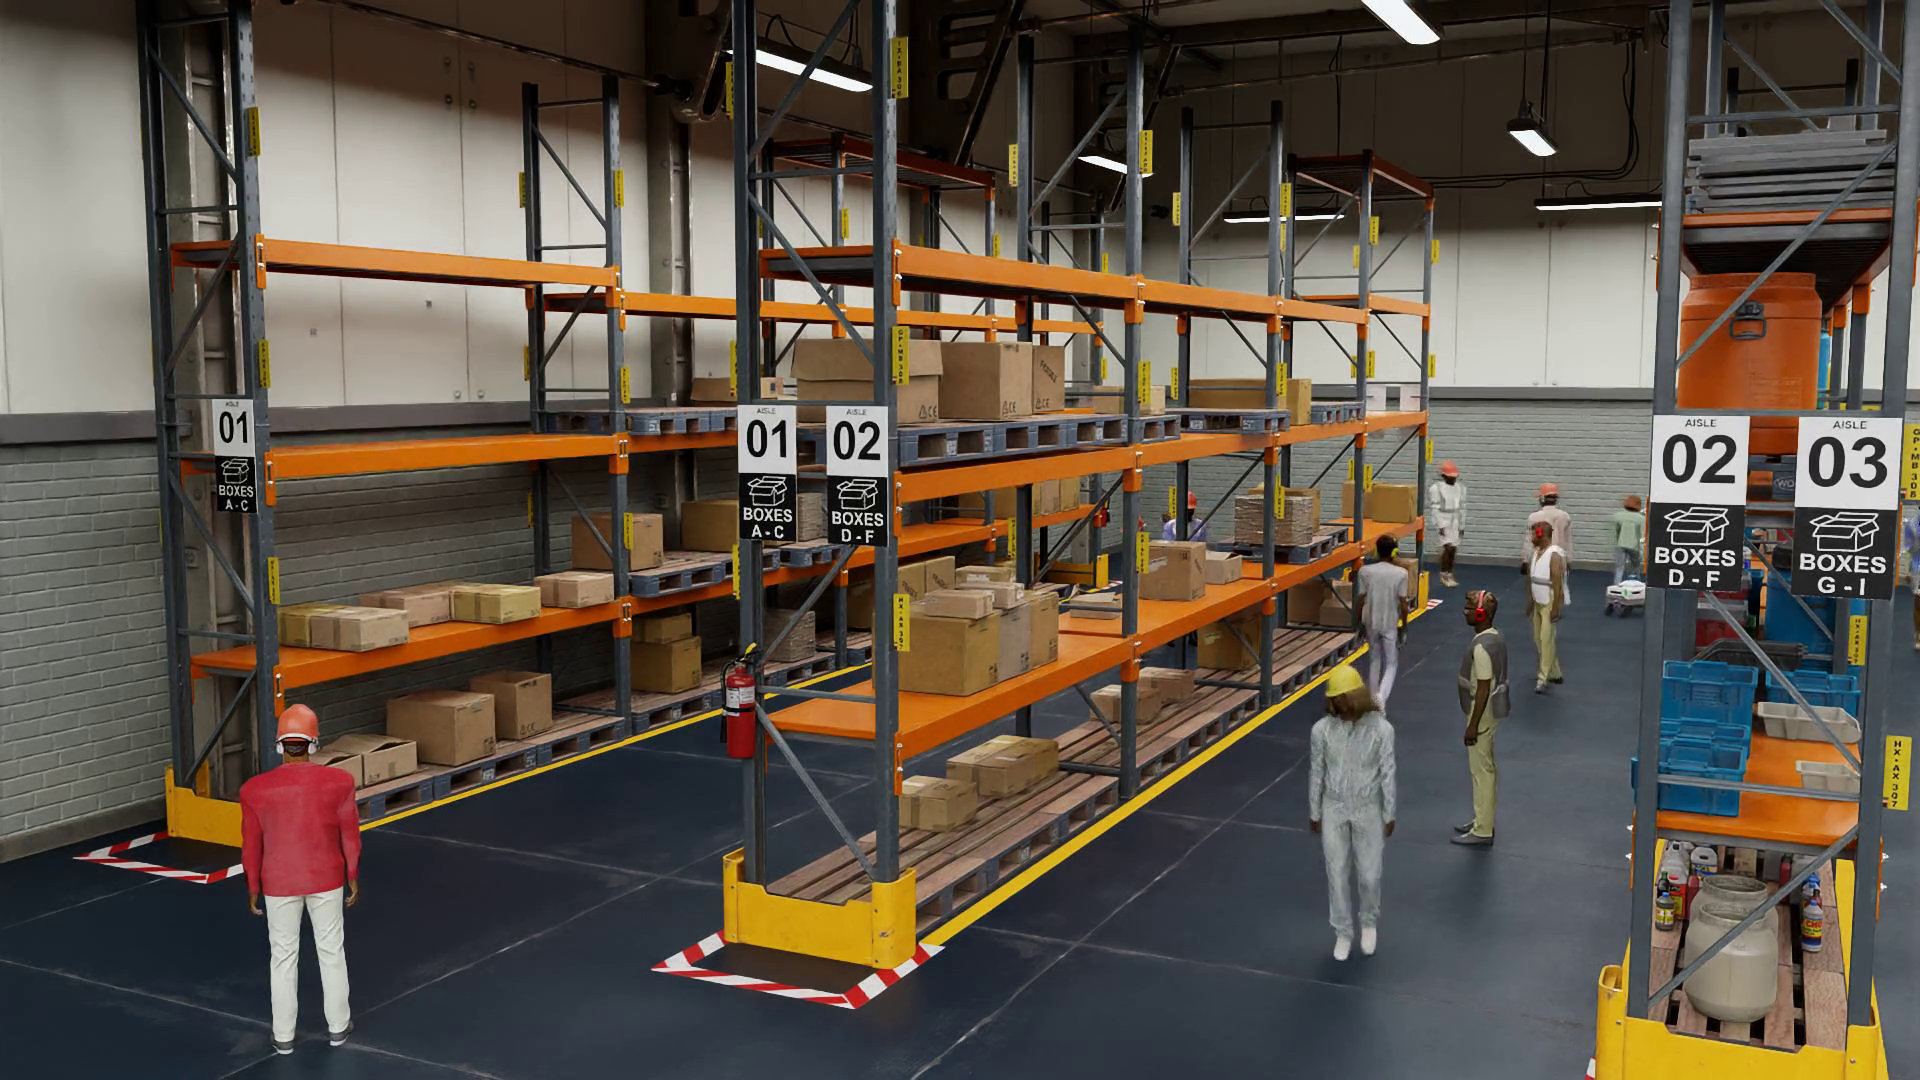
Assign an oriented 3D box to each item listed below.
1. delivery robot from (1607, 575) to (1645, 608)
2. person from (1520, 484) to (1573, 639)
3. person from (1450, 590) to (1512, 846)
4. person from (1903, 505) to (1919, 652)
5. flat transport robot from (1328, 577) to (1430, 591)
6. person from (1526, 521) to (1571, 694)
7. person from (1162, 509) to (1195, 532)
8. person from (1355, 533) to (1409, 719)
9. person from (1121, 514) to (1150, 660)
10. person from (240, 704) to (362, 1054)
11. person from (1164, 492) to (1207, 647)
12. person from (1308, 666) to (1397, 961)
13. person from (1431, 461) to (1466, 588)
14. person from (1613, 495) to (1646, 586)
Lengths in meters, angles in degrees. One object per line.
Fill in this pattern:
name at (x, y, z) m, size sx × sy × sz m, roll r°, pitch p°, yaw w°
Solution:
delivery robot at (9.293, 0.733, 23.027) m, size 0.707 × 0.478 × 0.477 m, roll -4°, pitch 8°, yaw -33°
person at (7.546, 0.276, 21.230) m, size 0.682 × 1.962 × 0.673 m, roll -2°, pitch 6°, yaw -16°
person at (3.769, 1.278, 11.996) m, size 0.389 × 1.846 × 0.567 m, roll 2°, pitch 6°, yaw 23°
person at (11.892, 0.339, 20.359) m, size 0.626 × 2.020 × 0.897 m, roll 4°, pitch 7°, yaw 37°
flat transport robot at (6.382, 0.683, 25.359) m, size 1.431 × 0.197 × 0.652 m, roll 3°, pitch 6°, yaw 25°
person at (6.287, 0.707, 17.745) m, size 0.441 × 1.810 × 0.711 m, roll 0°, pitch 6°, yaw -2°
person at (3.028, 0.183, 23.136) m, size 0.492 × 1.743 × 0.296 m, roll -2°, pitch 6°, yaw -15°
person at (4.059, 0.859, 16.093) m, size 0.516 × 1.848 × 0.632 m, roll 3°, pitch 7°, yaw 25°
person at (2.087, 0.538, 19.665) m, size 0.361 × 1.746 × 0.582 m, roll 1°, pitch 6°, yaw 8°
person at (-3.311, 1.695, 8.385) m, size 0.564 × 1.751 × 0.330 m, roll -3°, pitch 6°, yaw -23°
person at (2.783, 0.369, 20.473) m, size 0.543 × 1.928 × 0.400 m, roll -1°, pitch 6°, yaw -10°
person at (2.265, 1.584, 9.641) m, size 0.506 × 1.714 × 0.354 m, roll 2°, pitch 6°, yaw 20°
person at (7.646, -0.236, 25.974) m, size 0.639 × 2.002 × 0.600 m, roll -2°, pitch 6°, yaw -19°
person at (9.829, 0.133, 24.421) m, size 0.507 × 1.583 × 0.868 m, roll 5°, pitch 8°, yaw 40°
